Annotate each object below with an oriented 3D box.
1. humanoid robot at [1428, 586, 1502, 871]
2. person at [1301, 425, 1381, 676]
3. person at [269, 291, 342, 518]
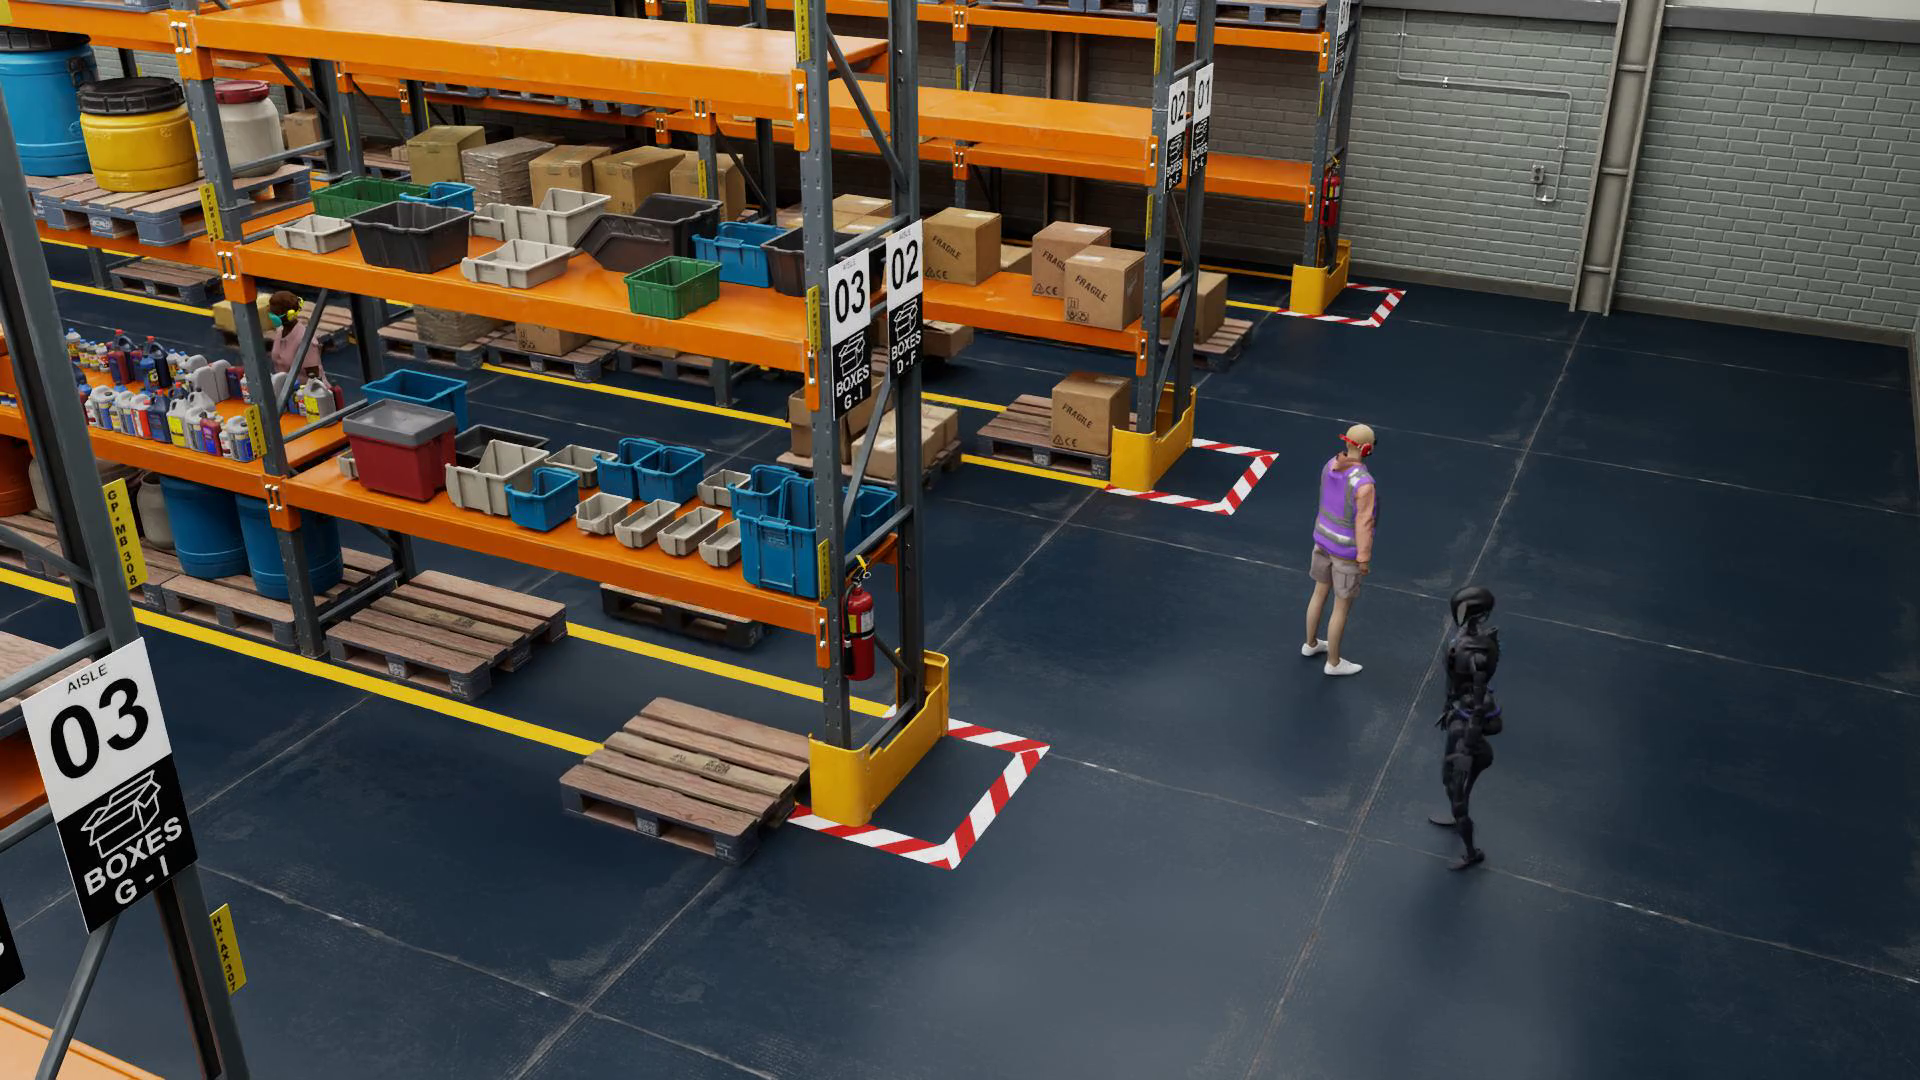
[{"bbox_3d":[2.681,0.971,8.761,0.385,1.639,0.623,1,26,2],"label":"humanoid robot"},{"bbox_3d":[2.431,0.058,10.590,0.349,1.688,0.491,-11,28,-21],"label":"person"},{"bbox_3d":[-4.991,-1.044,12.705,0.512,1.795,0.337,20,33,35],"label":"person"}]
